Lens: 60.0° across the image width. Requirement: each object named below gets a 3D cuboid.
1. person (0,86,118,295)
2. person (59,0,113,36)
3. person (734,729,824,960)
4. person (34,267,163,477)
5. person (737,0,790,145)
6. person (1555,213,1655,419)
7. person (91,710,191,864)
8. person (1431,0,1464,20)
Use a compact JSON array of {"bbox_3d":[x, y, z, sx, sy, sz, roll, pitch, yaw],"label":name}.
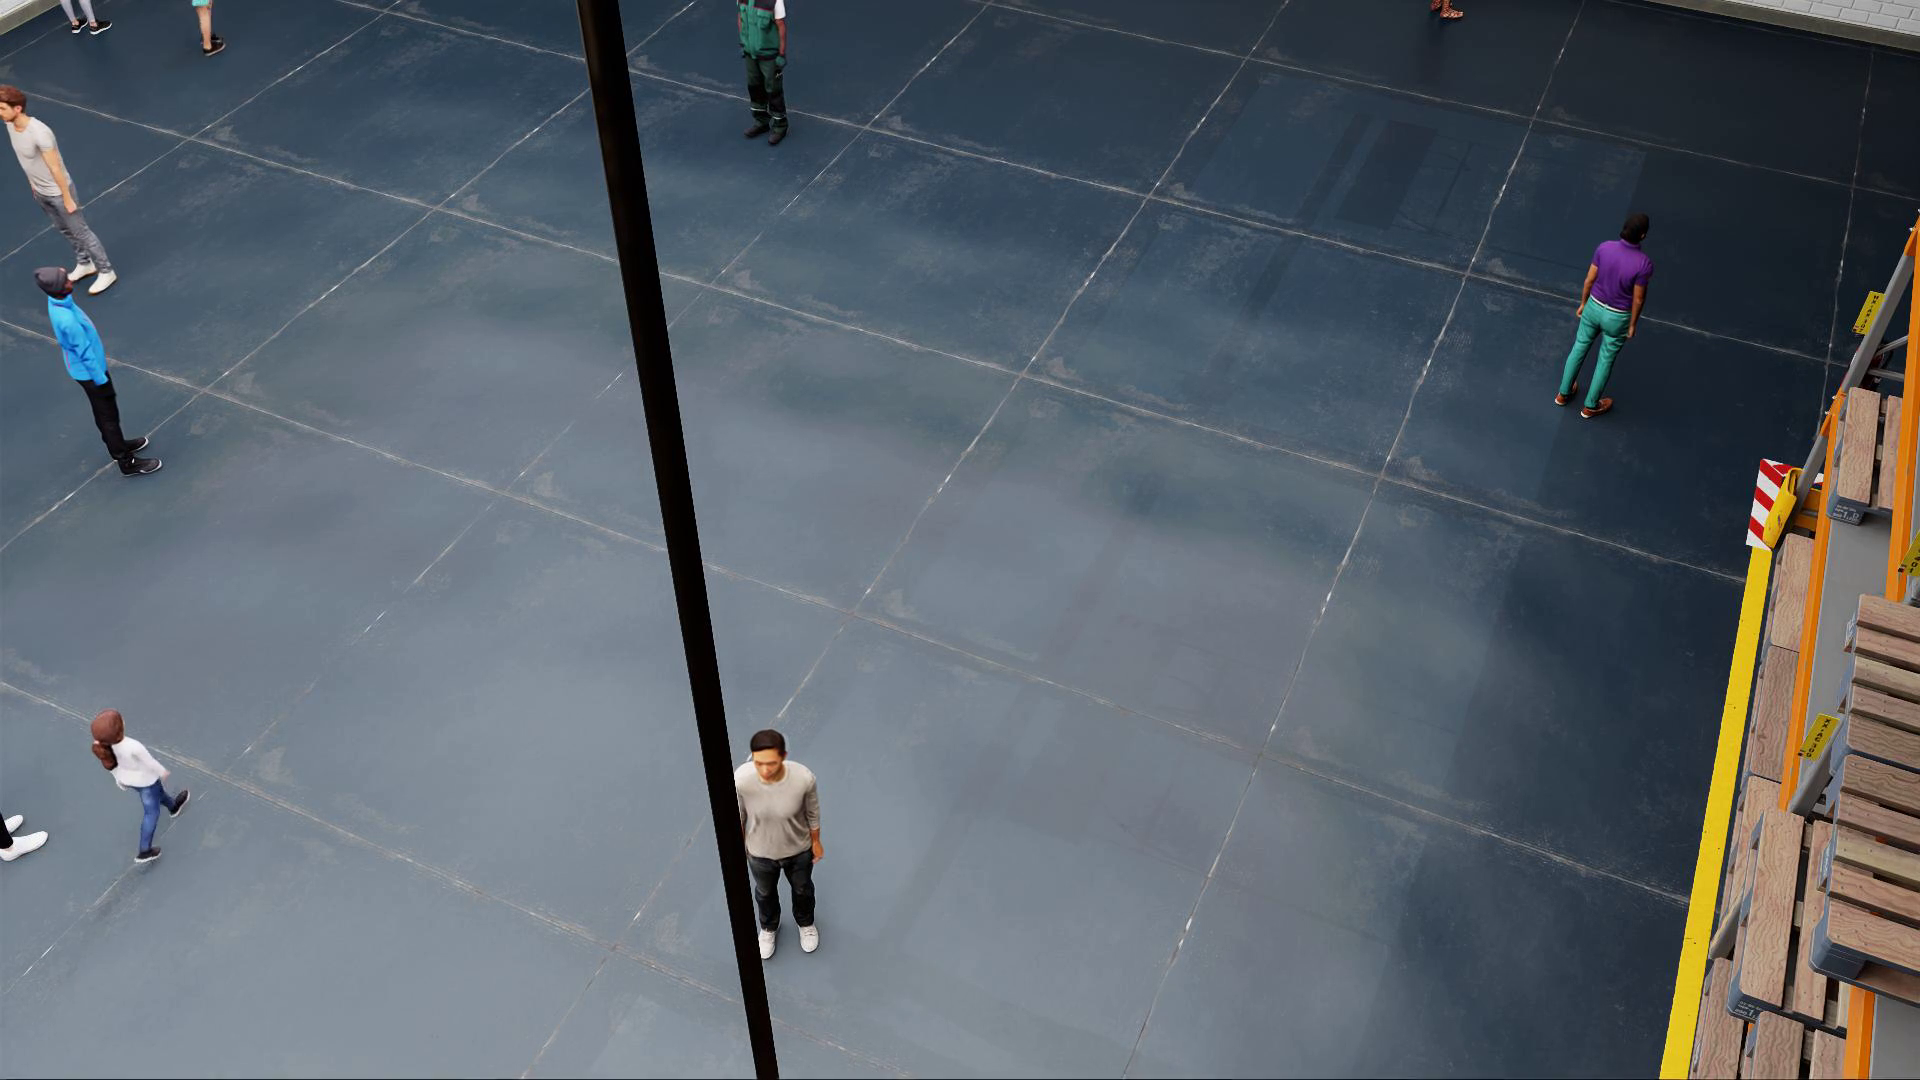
[{"bbox_3d":[-7.611,-2.961,13.989,0.670,1.894,0.566,21,47,20],"label":"person"},{"bbox_3d":[-9.487,-6.173,17.482,0.598,1.726,0.571,10,45,11],"label":"person"},{"bbox_3d":[-1.004,1.655,9.203,0.730,1.812,0.731,-4,44,-4],"label":"person"},{"bbox_3d":[-6.430,-1.249,12.265,0.702,1.792,0.697,-27,50,-26],"label":"person"},{"bbox_3d":[-1.872,-4.660,15.813,0.710,1.838,0.620,23,48,23],"label":"person"},{"bbox_3d":[4.982,-1.741,12.800,0.657,1.767,0.696,-35,53,-31],"label":"person"},{"bbox_3d":[-4.935,1.452,9.938,0.504,1.092,0.826,12,45,12],"label":"person"},{"bbox_3d":[5.319,-6.444,17.772,0.729,1.719,0.652,-10,45,-10],"label":"person"}]
